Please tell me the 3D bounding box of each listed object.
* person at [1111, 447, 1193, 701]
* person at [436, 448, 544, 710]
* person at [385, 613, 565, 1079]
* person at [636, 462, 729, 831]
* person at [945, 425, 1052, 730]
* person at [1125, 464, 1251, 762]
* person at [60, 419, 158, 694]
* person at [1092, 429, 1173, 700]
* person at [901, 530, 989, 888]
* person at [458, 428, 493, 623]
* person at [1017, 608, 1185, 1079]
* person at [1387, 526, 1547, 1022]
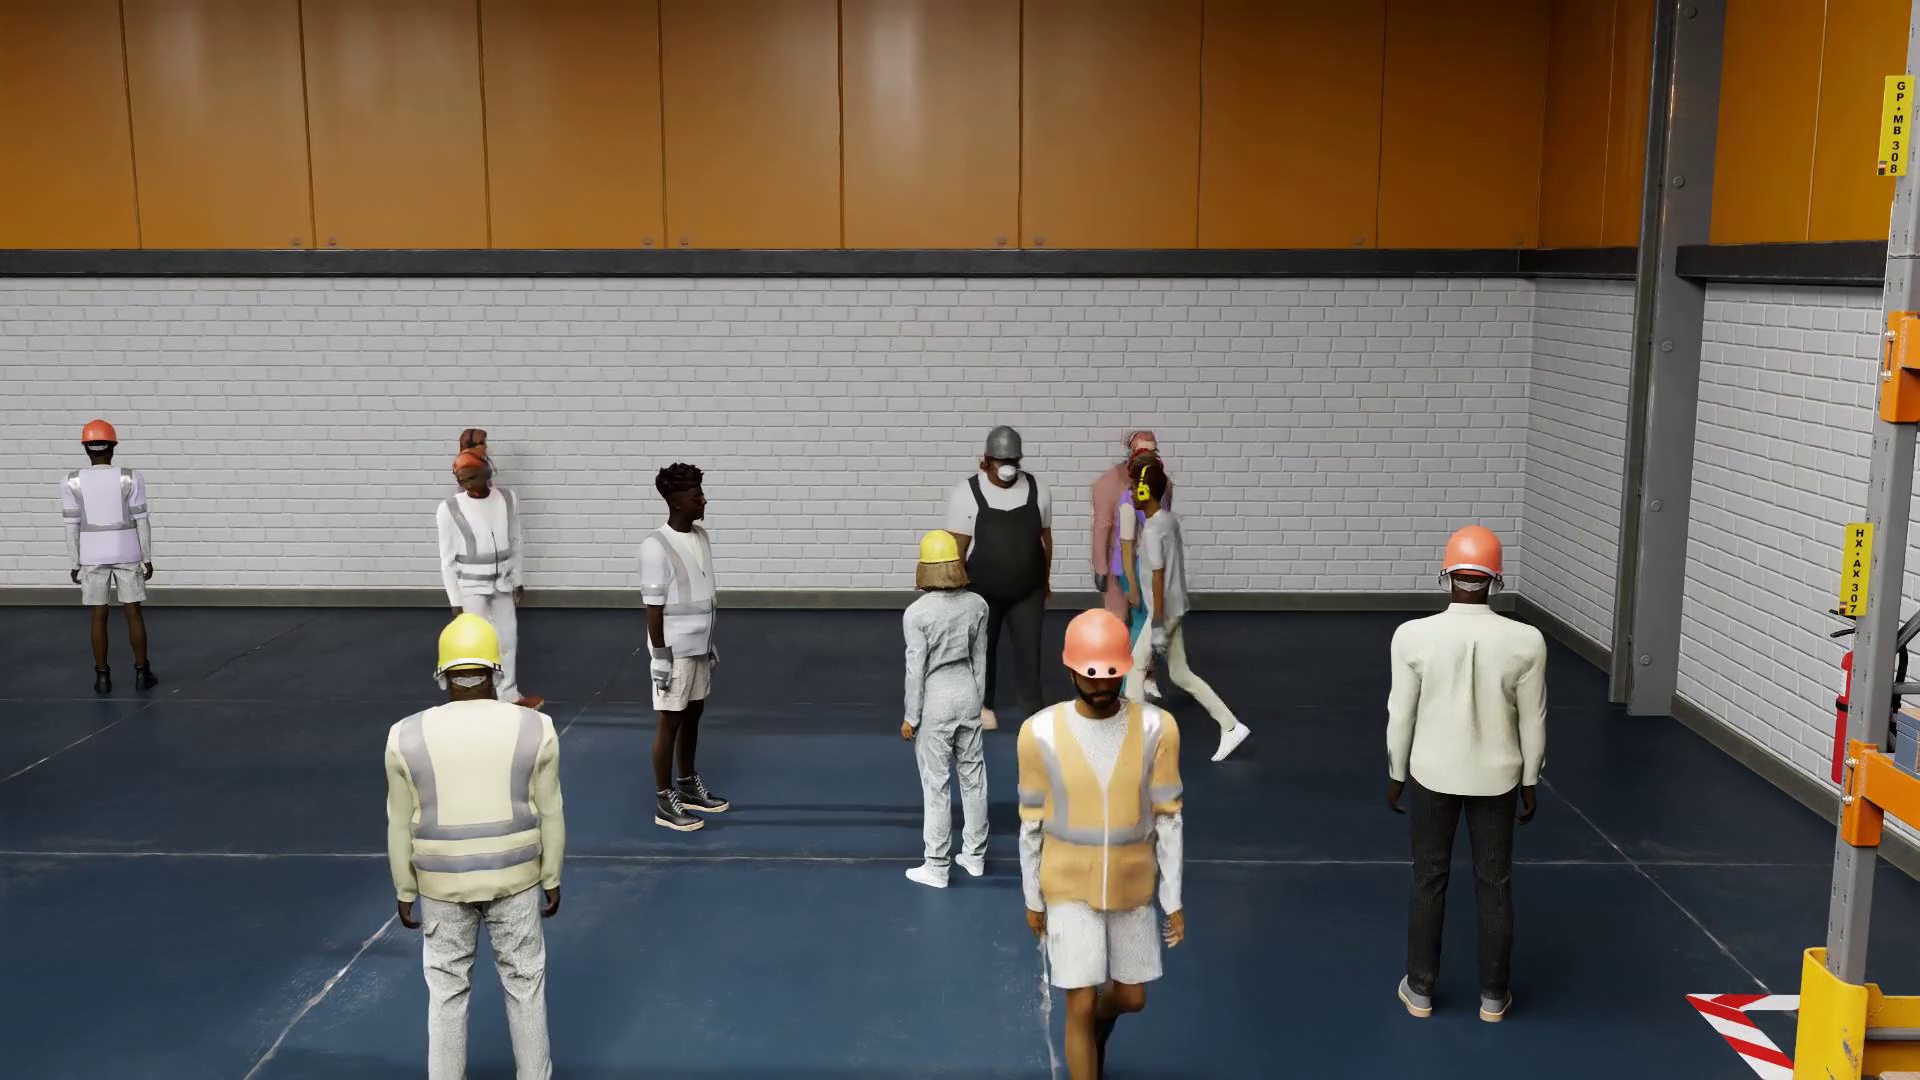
[{"bbox_3d":[1.368,0.257,11.282,0.670,1.793,0.650,4,10,25],"label":"person"},{"bbox_3d":[-3.056,0.304,10.816,0.414,1.853,0.734,8,12,39],"label":"person"},{"bbox_3d":[-1.672,1.161,5.790,0.590,1.823,0.404,-3,10,-16],"label":"person"},{"bbox_3d":[-1.488,0.558,8.951,0.361,1.965,0.612,3,10,18],"label":"person"},{"bbox_3d":[0.280,0.266,10.479,0.705,2.000,0.925,-2,10,-9],"label":"person"},{"bbox_3d":[1.285,0.456,10.042,0.919,1.822,0.582,4,10,21],"label":"person"},{"bbox_3d":[-5.980,0.117,11.707,0.543,1.928,0.374,-4,10,-21],"label":"person"},{"bbox_3d":[1.170,0.144,11.662,0.663,1.889,0.683,-4,10,-23],"label":"person"},{"bbox_3d":[-0.084,0.815,8.095,0.485,1.739,0.313,-7,12,-35],"label":"person"},{"bbox_3d":[-4.079,-0.125,14.022,0.307,1.639,0.513,-1,10,-6],"label":"person"},{"bbox_3d":[0.465,1.139,5.644,0.558,1.919,0.791,-1,9,-3],"label":"person"},{"bbox_3d":[2.004,0.933,6.623,0.608,1.995,0.377,2,10,12],"label":"person"}]
